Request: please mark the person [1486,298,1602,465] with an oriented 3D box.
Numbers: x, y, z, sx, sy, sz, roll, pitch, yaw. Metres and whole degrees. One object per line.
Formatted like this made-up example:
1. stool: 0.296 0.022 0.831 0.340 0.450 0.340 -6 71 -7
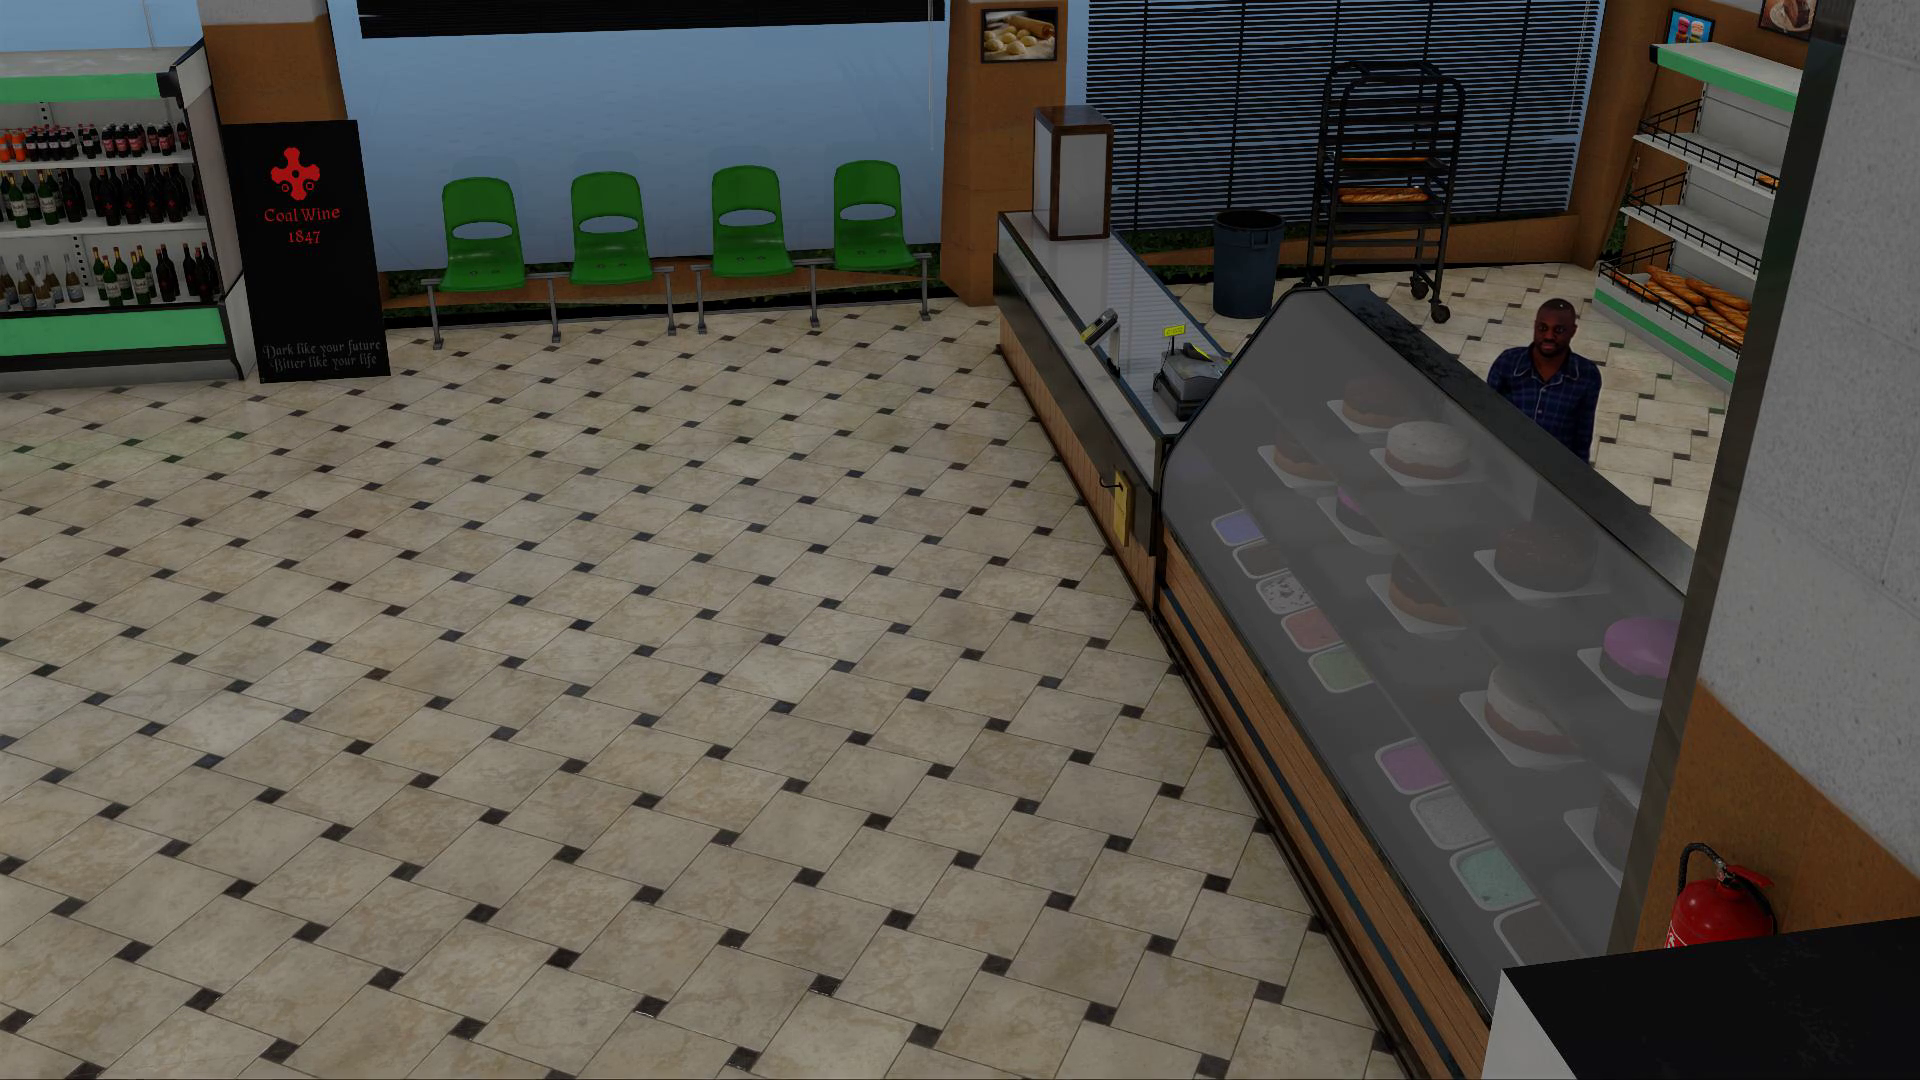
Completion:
1. person: 2.581 -0.233 7.587 0.727 1.824 0.833 10 28 18
